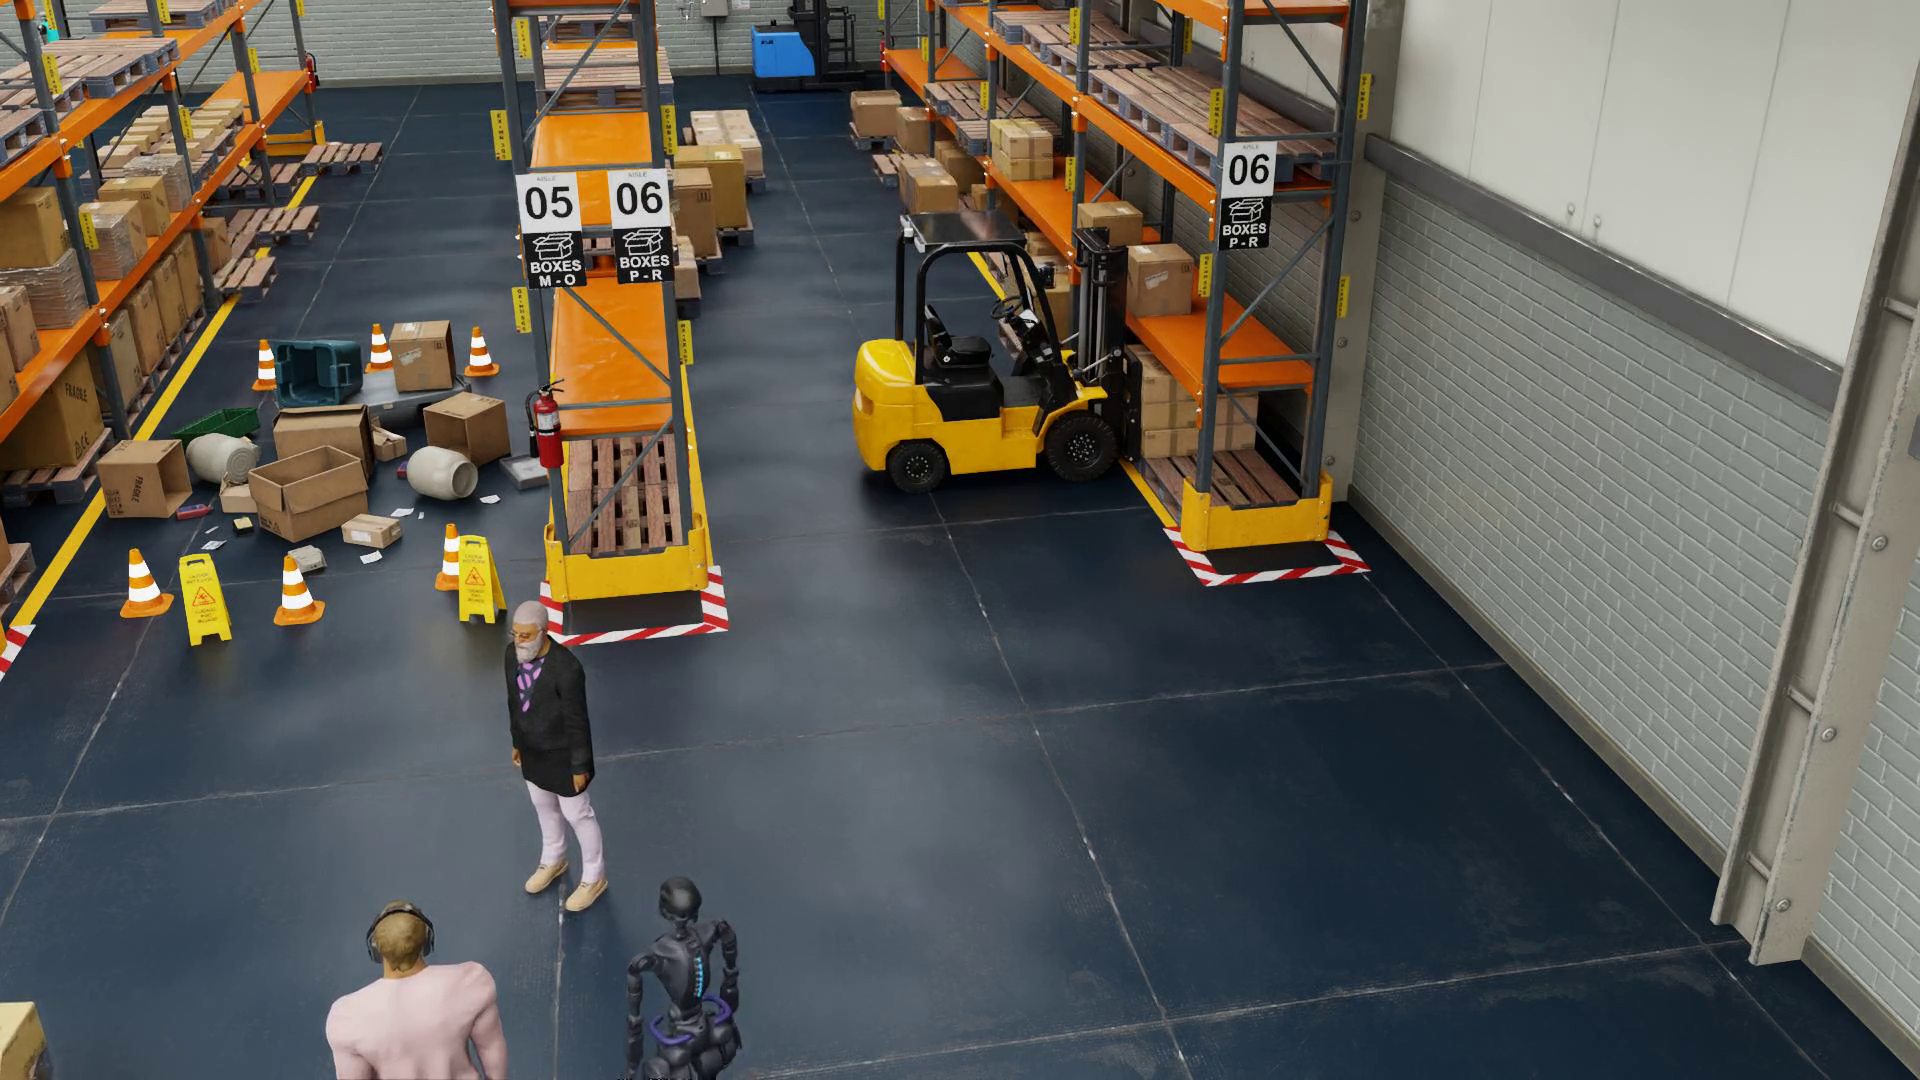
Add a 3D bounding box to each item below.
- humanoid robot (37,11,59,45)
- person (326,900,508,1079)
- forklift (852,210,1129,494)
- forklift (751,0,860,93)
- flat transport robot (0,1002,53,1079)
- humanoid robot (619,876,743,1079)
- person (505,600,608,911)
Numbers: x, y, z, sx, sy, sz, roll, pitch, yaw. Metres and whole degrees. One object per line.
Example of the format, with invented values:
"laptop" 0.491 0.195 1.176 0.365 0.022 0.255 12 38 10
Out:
"humanoid robot" -14.979 -8.046 28.034 0.735 1.677 0.533 2 26 4
"person" -2.083 2.235 6.547 0.636 1.937 0.357 -12 28 -24
"forklift" 0.216 -1.659 14.366 2.313 2.155 1.214 -5 26 -10
"forklift" -2.872 -9.679 30.288 1.873 2.768 1.129 -5 26 -10
"flat transport robot" -4.506 2.851 7.191 1.431 0.231 0.659 -8 27 -16
"humanoid robot" -1.179 2.146 7.077 0.598 1.645 0.557 -22 33 -37
"person" -2.181 1.135 8.948 0.544 1.850 0.409 16 30 29
